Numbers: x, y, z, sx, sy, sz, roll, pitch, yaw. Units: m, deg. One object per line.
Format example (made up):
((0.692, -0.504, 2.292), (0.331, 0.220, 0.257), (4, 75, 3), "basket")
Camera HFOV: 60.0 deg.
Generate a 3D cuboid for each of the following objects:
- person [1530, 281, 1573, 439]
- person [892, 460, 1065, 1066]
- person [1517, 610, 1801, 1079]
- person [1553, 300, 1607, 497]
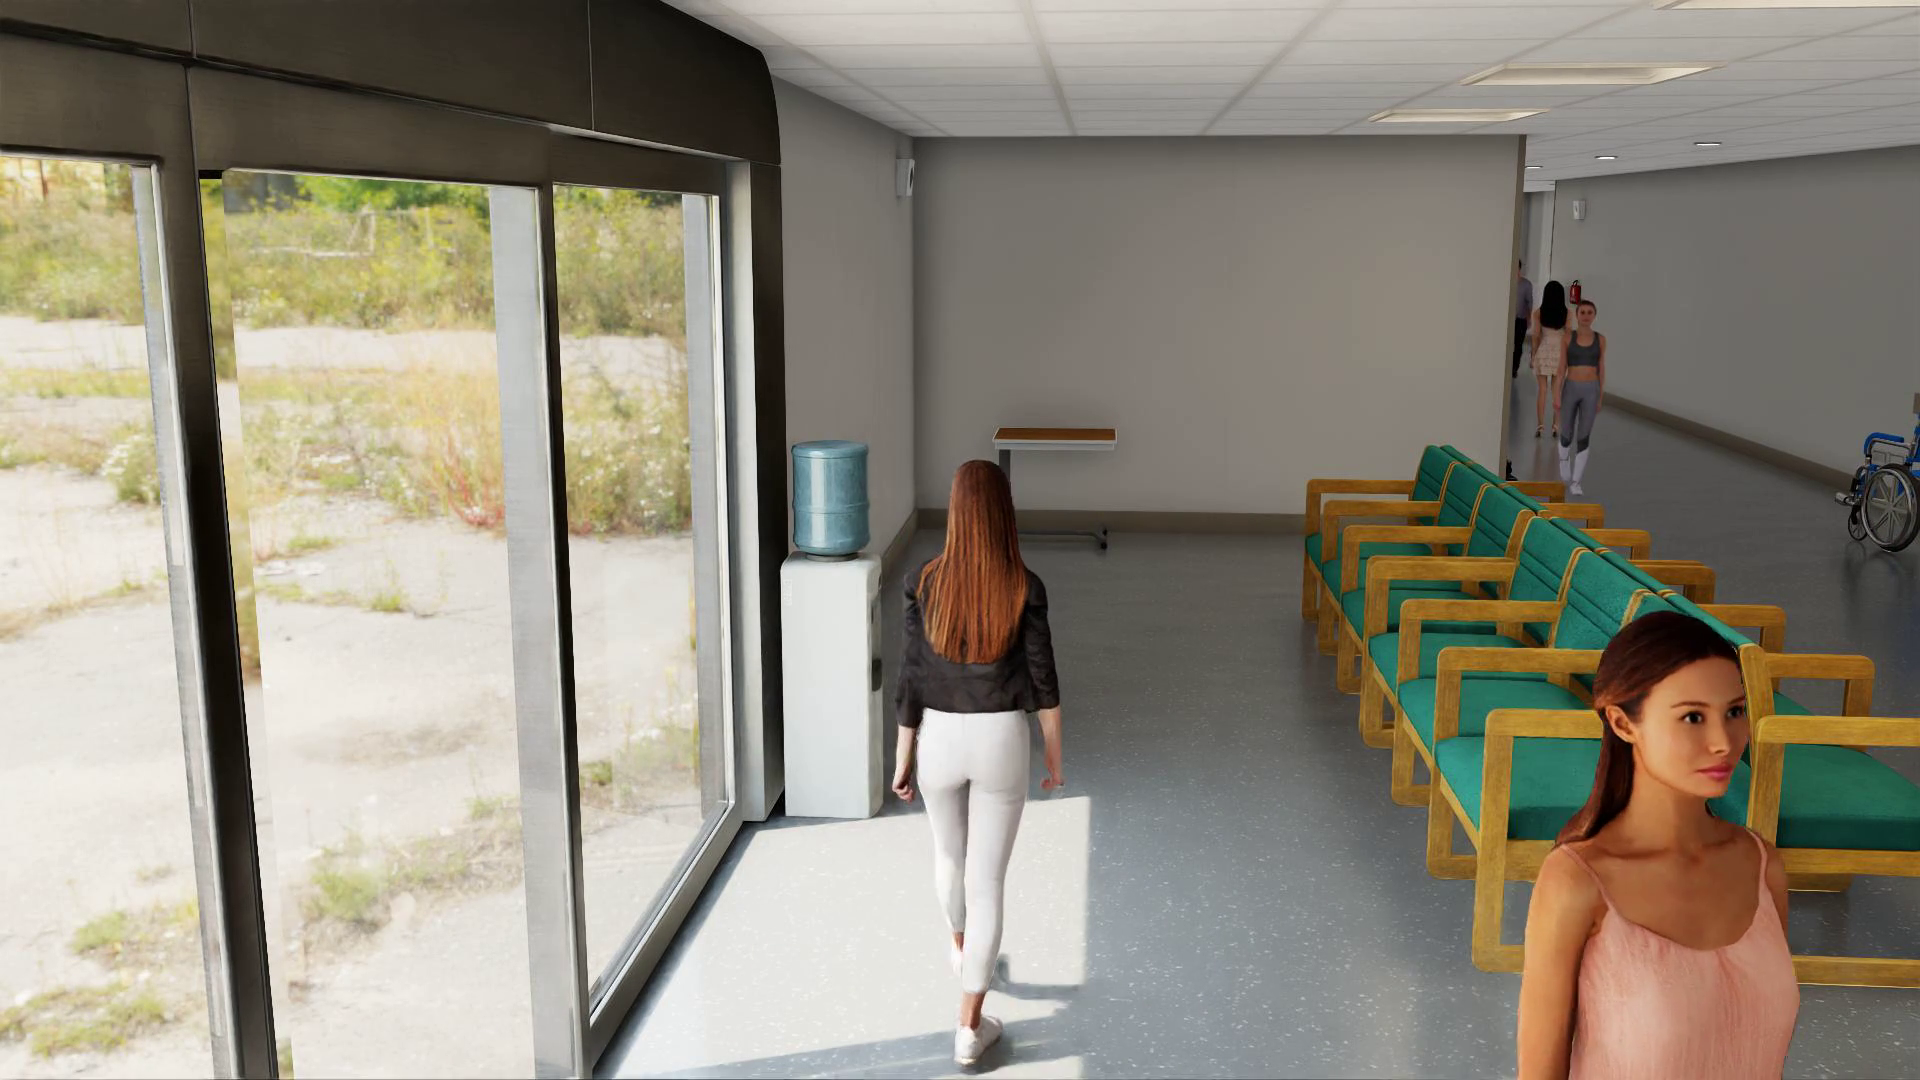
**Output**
((6.551, -2.005, 18.463), (0.517, 1.738, 0.670), (3, 11, 15), "person")
((0.021, 0.642, 4.677), (0.962, 1.678, 0.777), (3, 11, 13), "person")
((0.954, 0.992, 2.462), (0.966, 1.815, 0.840), (-3, 11, -13), "person")
((5.425, -1.239, 14.580), (0.983, 1.681, 0.730), (3, 11, 13), "person")
